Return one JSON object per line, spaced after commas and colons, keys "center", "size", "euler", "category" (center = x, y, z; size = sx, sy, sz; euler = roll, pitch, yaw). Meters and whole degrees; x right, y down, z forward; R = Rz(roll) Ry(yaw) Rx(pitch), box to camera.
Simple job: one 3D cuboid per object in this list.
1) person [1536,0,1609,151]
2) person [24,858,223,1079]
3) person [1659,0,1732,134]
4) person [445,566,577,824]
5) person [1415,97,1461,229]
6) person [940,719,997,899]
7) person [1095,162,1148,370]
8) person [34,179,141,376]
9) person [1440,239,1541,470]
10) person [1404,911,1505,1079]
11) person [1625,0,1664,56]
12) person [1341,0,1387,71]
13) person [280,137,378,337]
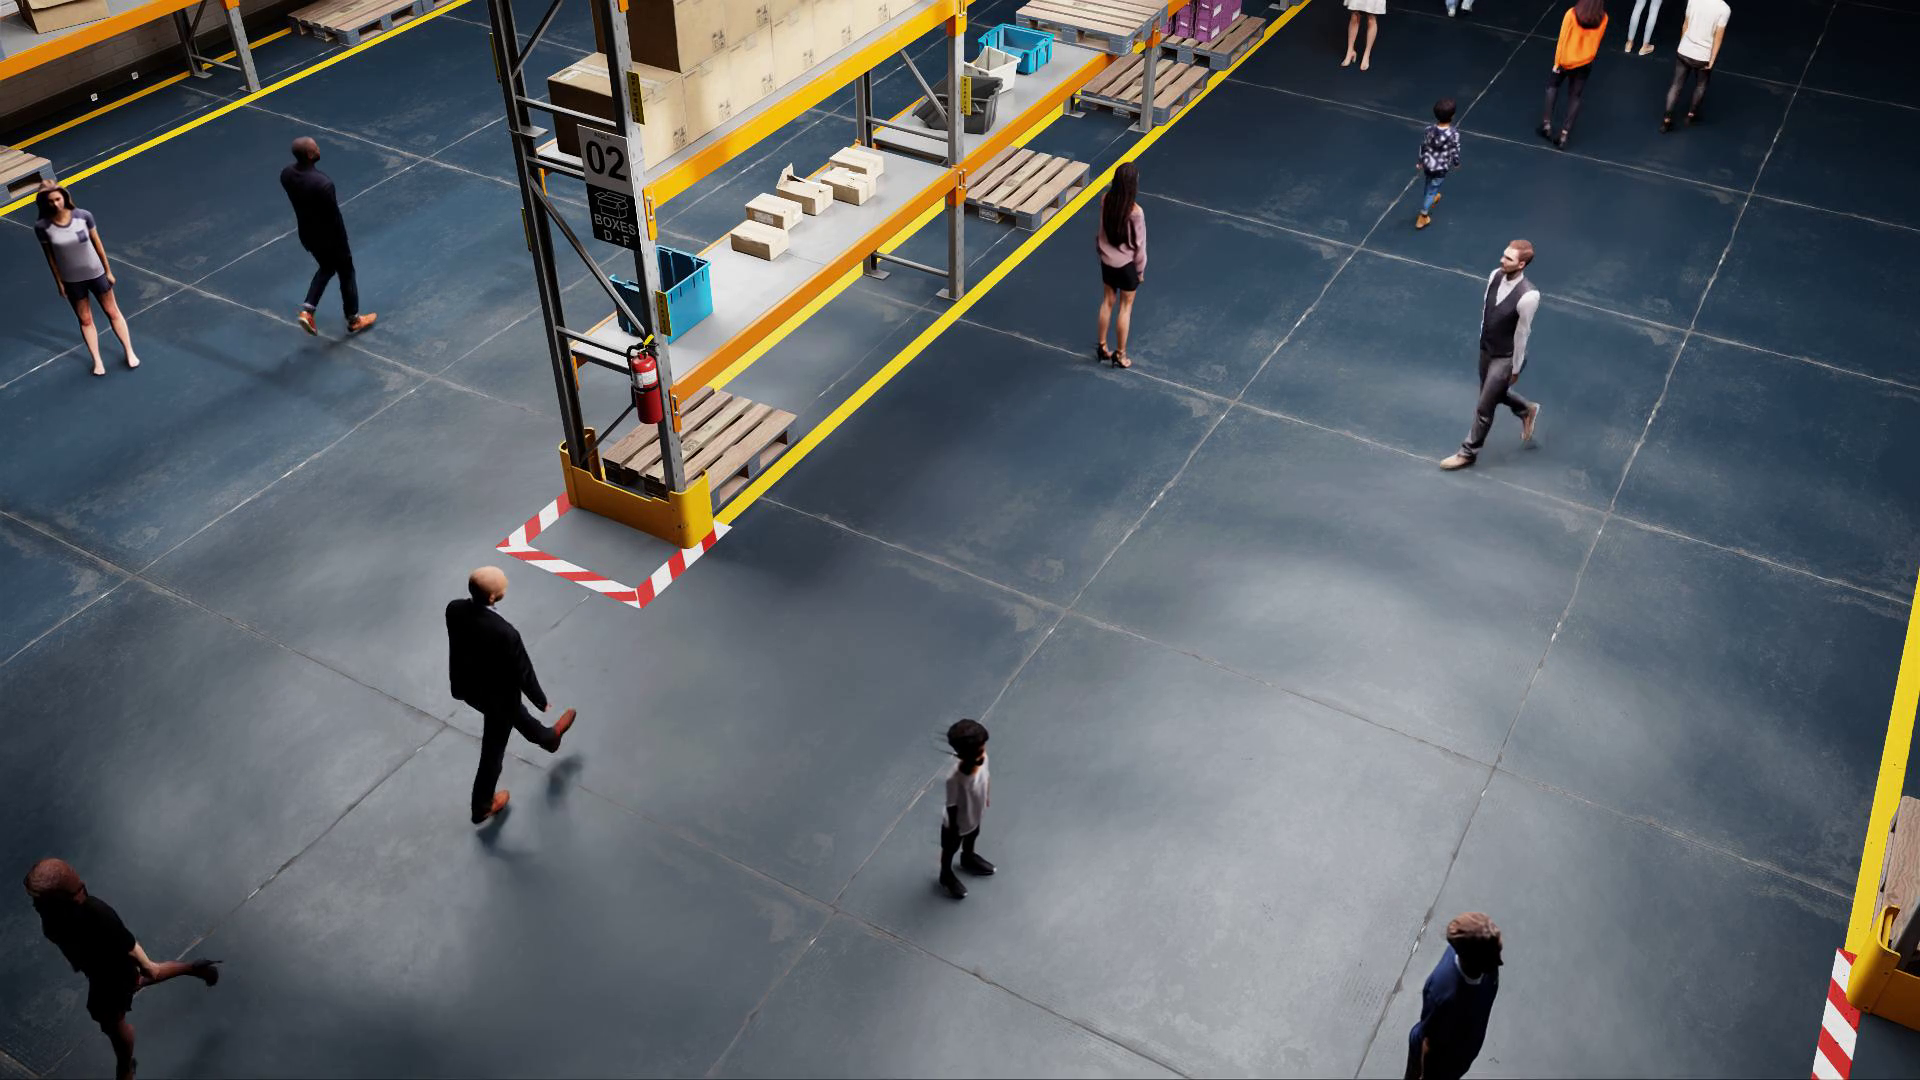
{"center": [6.230, -4.767, 16.774], "size": [0.794, 1.733, 0.856], "euler": [-2, 39, -3], "category": "person"}
{"center": [-4.169, 2.063, 8.274], "size": [0.714, 1.669, 1.052], "euler": [15, 41, 18], "category": "person"}
{"center": [7.530, -5.004, 17.099], "size": [0.749, 1.699, 0.890], "euler": [29, 47, 32], "category": "person"}
{"center": [-2.753, 0.942, 9.613], "size": [0.770, 1.750, 1.179], "euler": [22, 43, 25], "category": "person"}
{"center": [4.453, -3.522, 15.627], "size": [0.595, 1.220, 0.842], "euler": [29, 47, 31], "category": "person"}
{"center": [0.020, 1.482, 9.334], "size": [0.590, 1.253, 0.468], "euler": [31, 48, 33], "category": "person"}
{"center": [1.296, -2.220, 13.524], "size": [0.620, 1.810, 0.680], "euler": [-32, 48, -33], "category": "person"}
{"center": [-7.115, -2.149, 13.502], "size": [0.644, 1.726, 0.739], "euler": [-18, 42, -21], "category": "person"}
{"center": [4.131, -1.400, 12.422], "size": [1.205, 1.904, 1.095], "euler": [-14, 41, -17], "category": "person"}
{"center": [2.242, 2.368, 7.730], "size": [0.754, 1.871, 0.540], "euler": [27, 46, 30], "category": "person"}
{"center": [7.845, -6.388, 18.755], "size": [0.604, 1.796, 0.529], "euler": [24, 44, 27], "category": "person"}
{"center": [4.521, -6.083, 18.390], "size": [0.631, 1.774, 0.611], "euler": [20, 43, 23], "category": "person"}
{"center": [-5.366, -2.477, 13.850], "size": [0.691, 1.805, 0.882], "euler": [20, 43, 23], "category": "person"}
